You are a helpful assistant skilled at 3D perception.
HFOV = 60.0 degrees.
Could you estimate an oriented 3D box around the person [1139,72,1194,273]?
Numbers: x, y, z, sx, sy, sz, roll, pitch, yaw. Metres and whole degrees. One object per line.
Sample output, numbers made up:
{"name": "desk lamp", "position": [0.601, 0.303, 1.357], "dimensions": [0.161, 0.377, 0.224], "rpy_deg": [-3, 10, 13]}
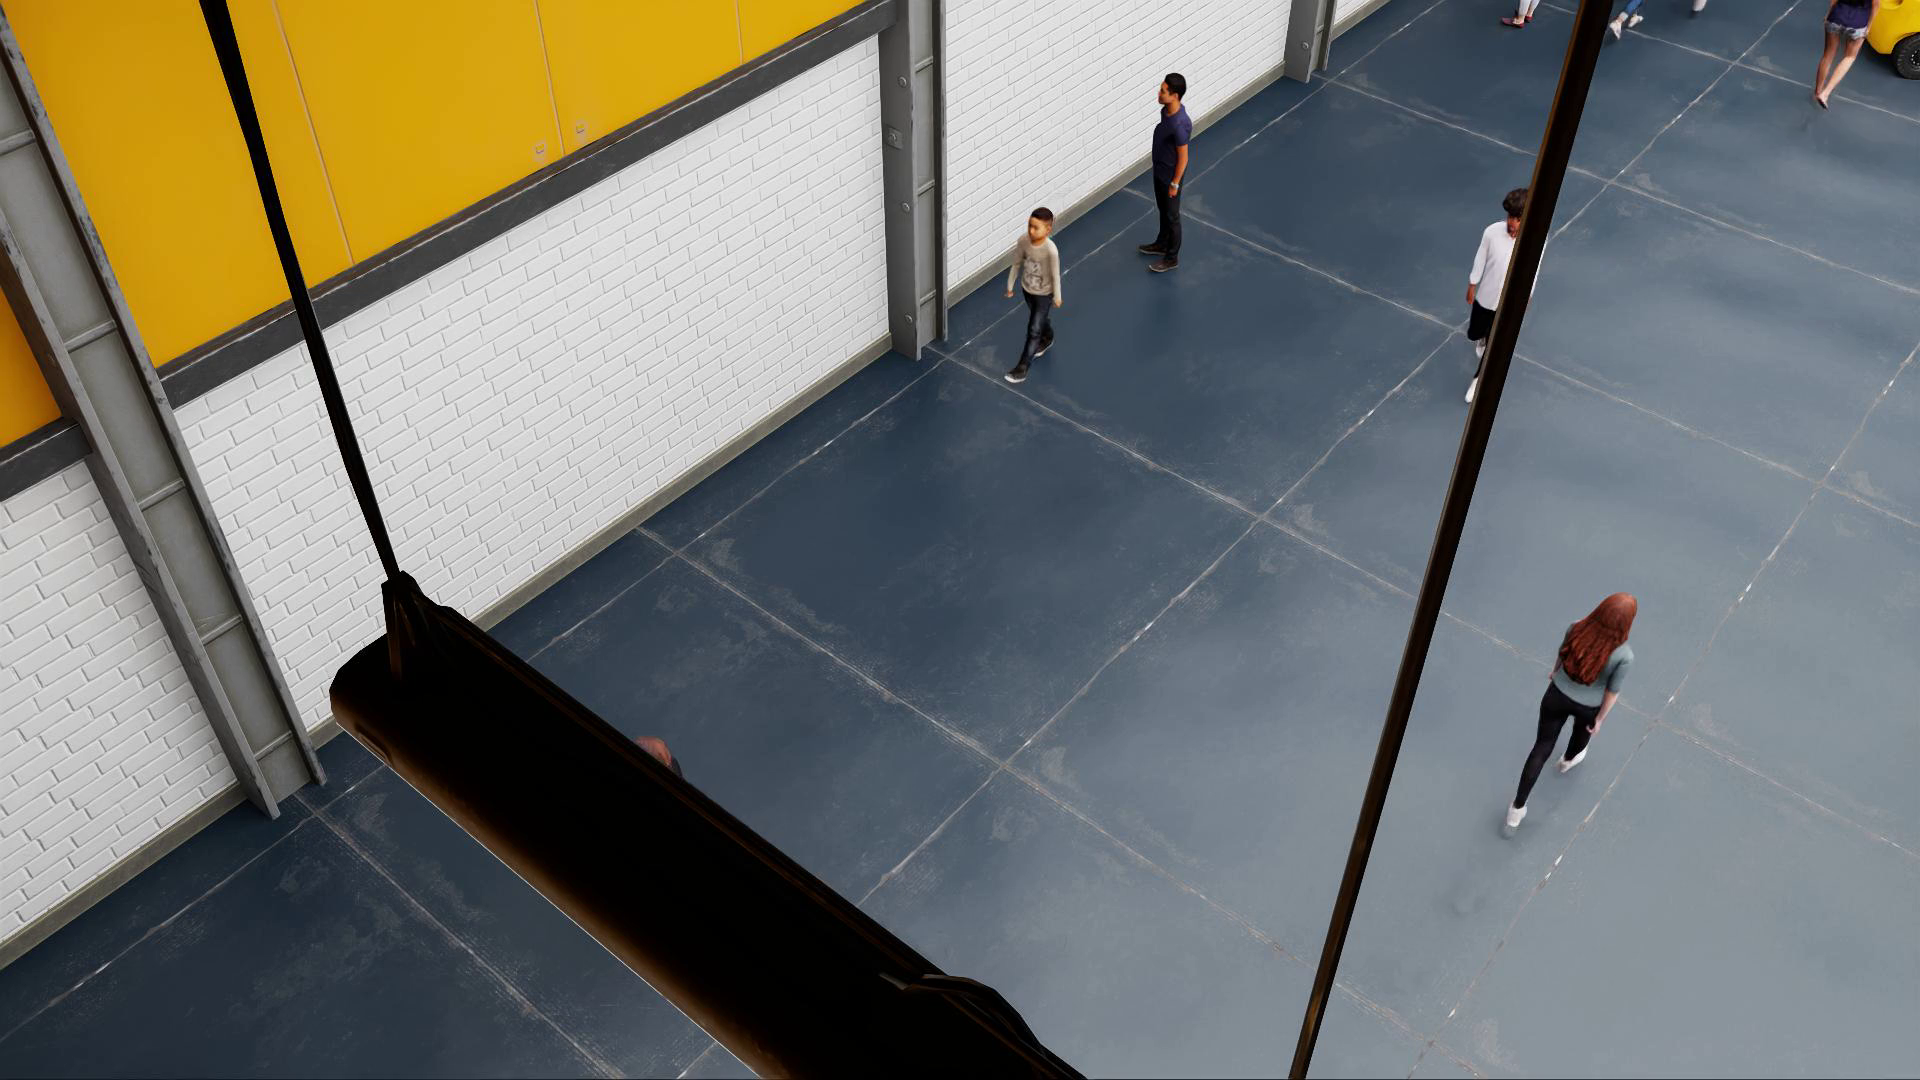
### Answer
{"name": "person", "position": [1.759, -3.083, 13.913], "dimensions": [0.741, 1.792, 0.709], "rpy_deg": [-8, 44, -8]}

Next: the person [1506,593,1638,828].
{"name": "person", "position": [3.535, 0.994, 9.695], "dimensions": [0.577, 1.705, 1.124], "rpy_deg": [30, 51, 28]}

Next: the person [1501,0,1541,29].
{"name": "person", "position": [5.966, -6.105, 17.218], "dimensions": [0.514, 1.607, 0.686], "rpy_deg": [-31, 52, -29]}

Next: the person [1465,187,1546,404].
{"name": "person", "position": [4.152, -1.923, 12.694], "dimensions": [0.740, 1.792, 1.004], "rpy_deg": [22, 48, 21]}

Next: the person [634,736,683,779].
{"name": "person", "position": [-1.477, 1.650, 9.020], "dimensions": [0.842, 1.688, 0.793], "rpy_deg": [3, 44, 4]}

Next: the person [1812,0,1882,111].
{"name": "person", "position": [8.451, -4.919, 15.867], "dimensions": [0.611, 1.754, 0.808], "rpy_deg": [28, 50, 26]}

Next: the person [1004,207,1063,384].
{"name": "person", "position": [0.655, -1.984, 13.020], "dimensions": [0.577, 1.432, 0.958], "rpy_deg": [31, 52, 28]}
